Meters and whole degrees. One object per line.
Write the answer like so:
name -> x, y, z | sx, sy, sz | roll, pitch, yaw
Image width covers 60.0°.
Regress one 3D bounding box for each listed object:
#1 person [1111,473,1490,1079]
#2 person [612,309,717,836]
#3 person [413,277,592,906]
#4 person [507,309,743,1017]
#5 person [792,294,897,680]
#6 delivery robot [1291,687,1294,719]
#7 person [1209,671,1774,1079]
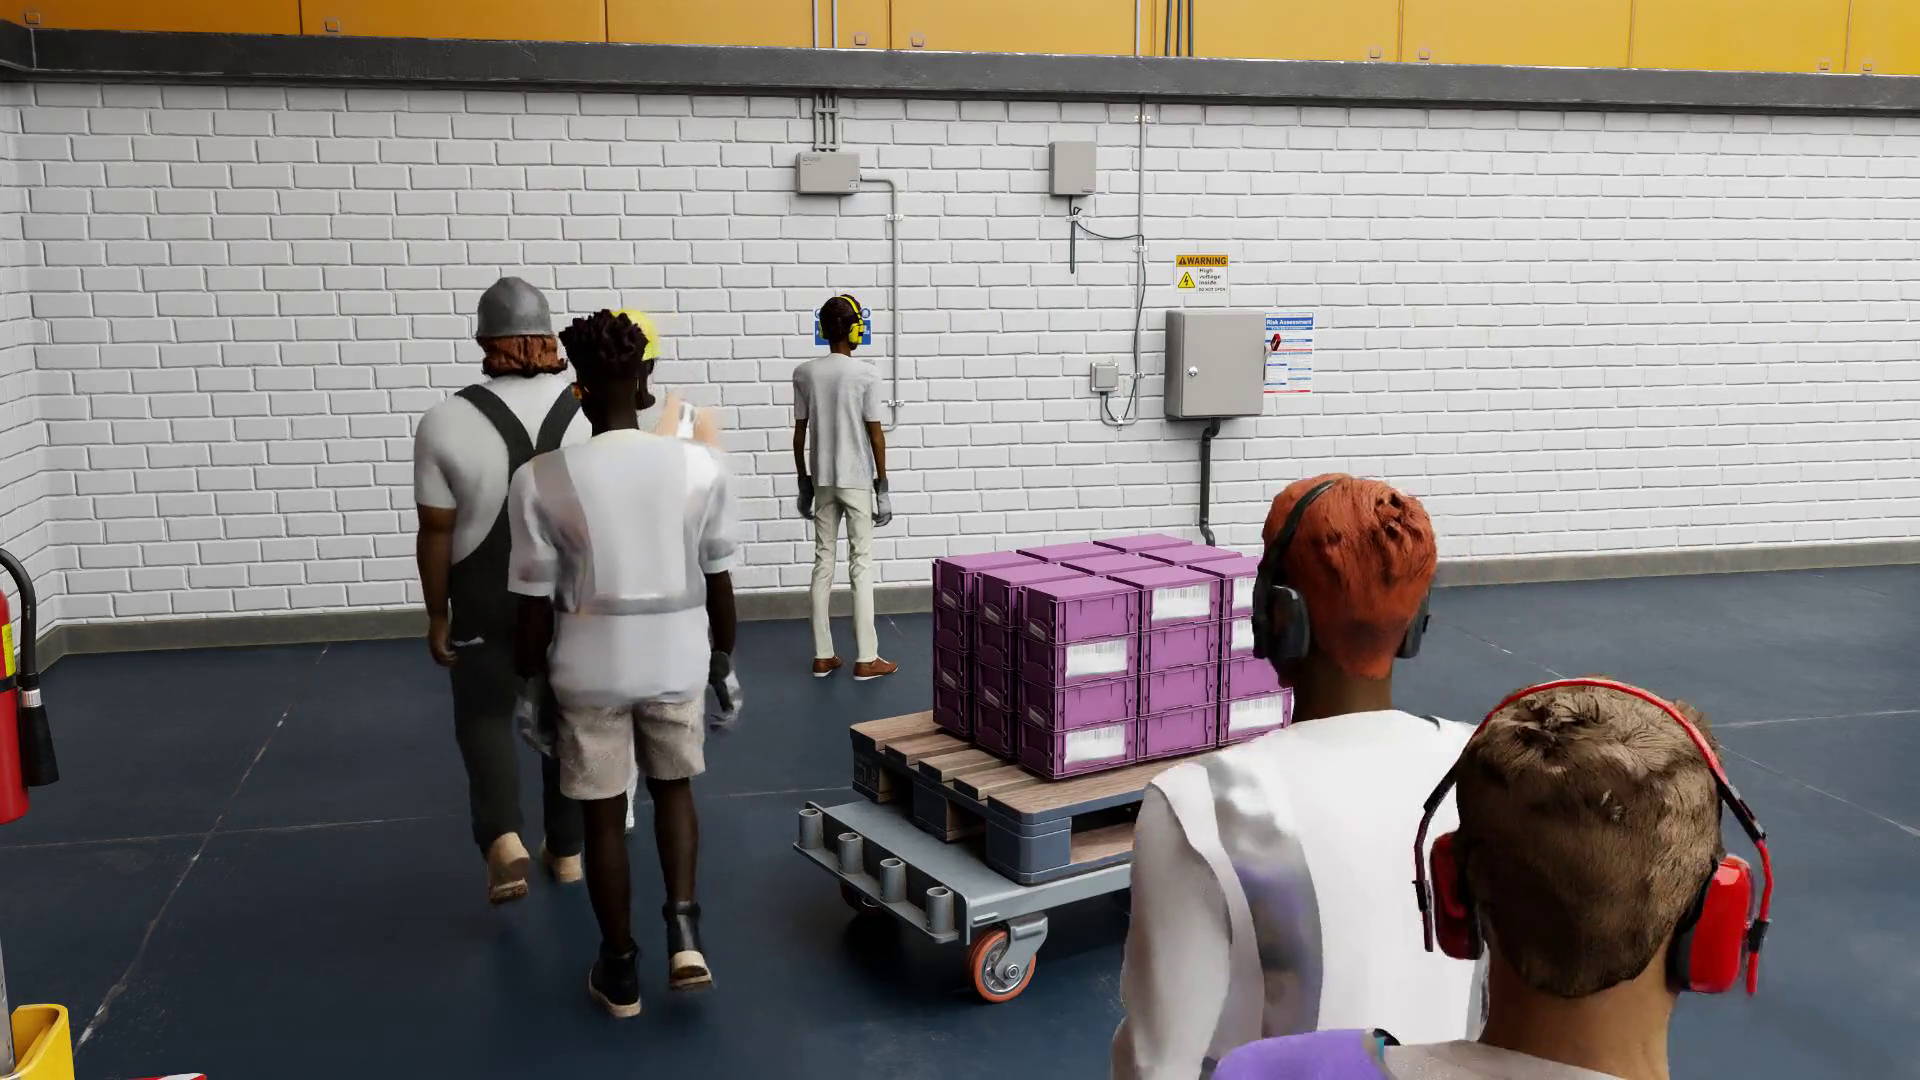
person -> 0.472, 0.849, 2.031 | 0.587, 1.862, 0.741 | -5, 11, -26
person -> -1.161, 0.109, 6.078 | 0.593, 1.879, 0.948 | -1, 10, -5
person -> -1.371, 0.164, 5.321 | 0.694, 2.000, 0.672 | -5, 11, -24
person -> -0.907, 0.352, 4.531 | 0.629, 1.946, 0.431 | -5, 11, -24
person -> -0.565, -0.251, 8.091 | 0.518, 1.874, 0.329 | 5, 11, 24
delivery robot -> 1.212, 0.712, 6.143 | 0.707, 0.478, 0.477 | -5, 11, -27
person -> 0.378, 1.012, 1.232 | 0.575, 1.821, 0.638 | 8, 13, 39
